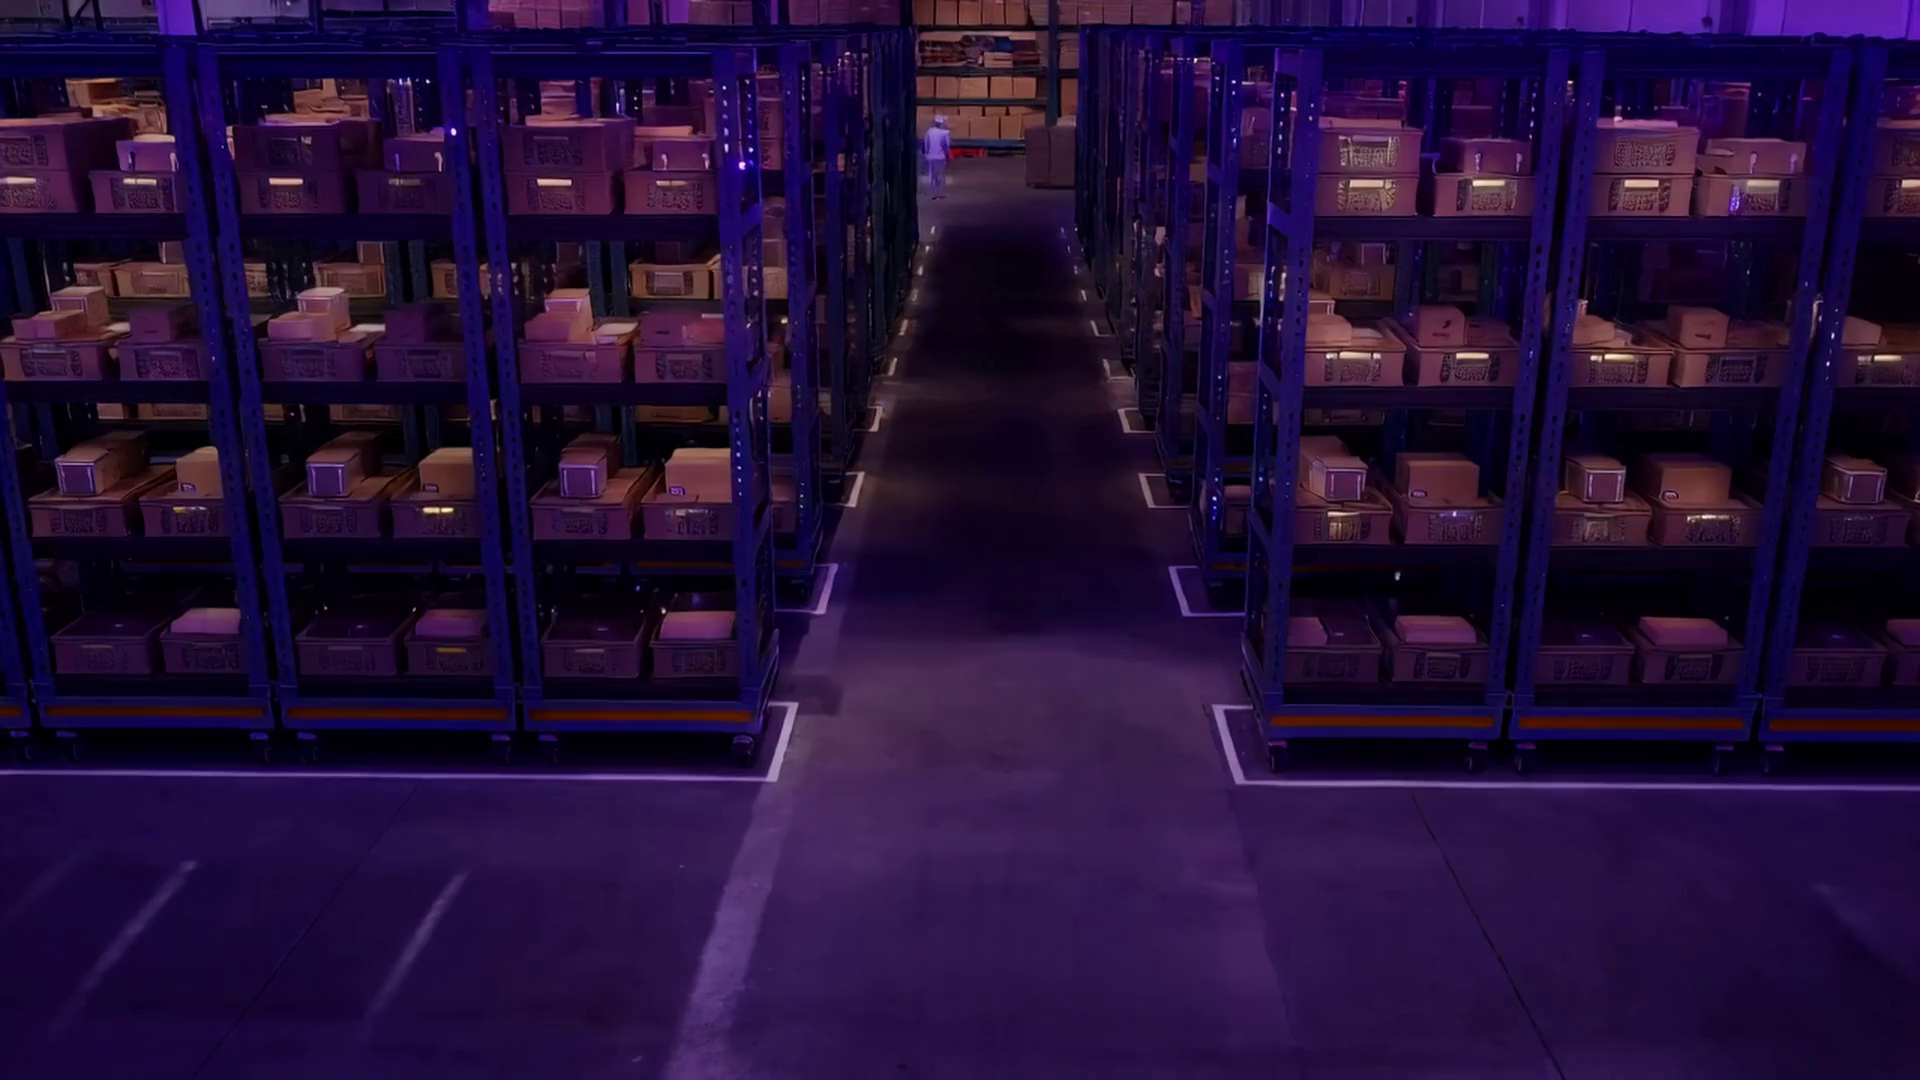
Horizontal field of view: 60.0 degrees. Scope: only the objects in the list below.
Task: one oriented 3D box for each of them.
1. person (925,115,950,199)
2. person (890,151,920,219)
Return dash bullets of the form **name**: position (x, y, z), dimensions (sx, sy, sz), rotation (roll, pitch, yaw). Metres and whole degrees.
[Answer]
- **person**: position (-0.471, -8.188, 35.599), dimensions (0.560, 1.744, 0.338), rotation (6, 18, 18)
- **person**: position (-0.988, -6.217, 29.171), dimensions (0.595, 1.828, 0.457), rotation (-4, 18, -13)
